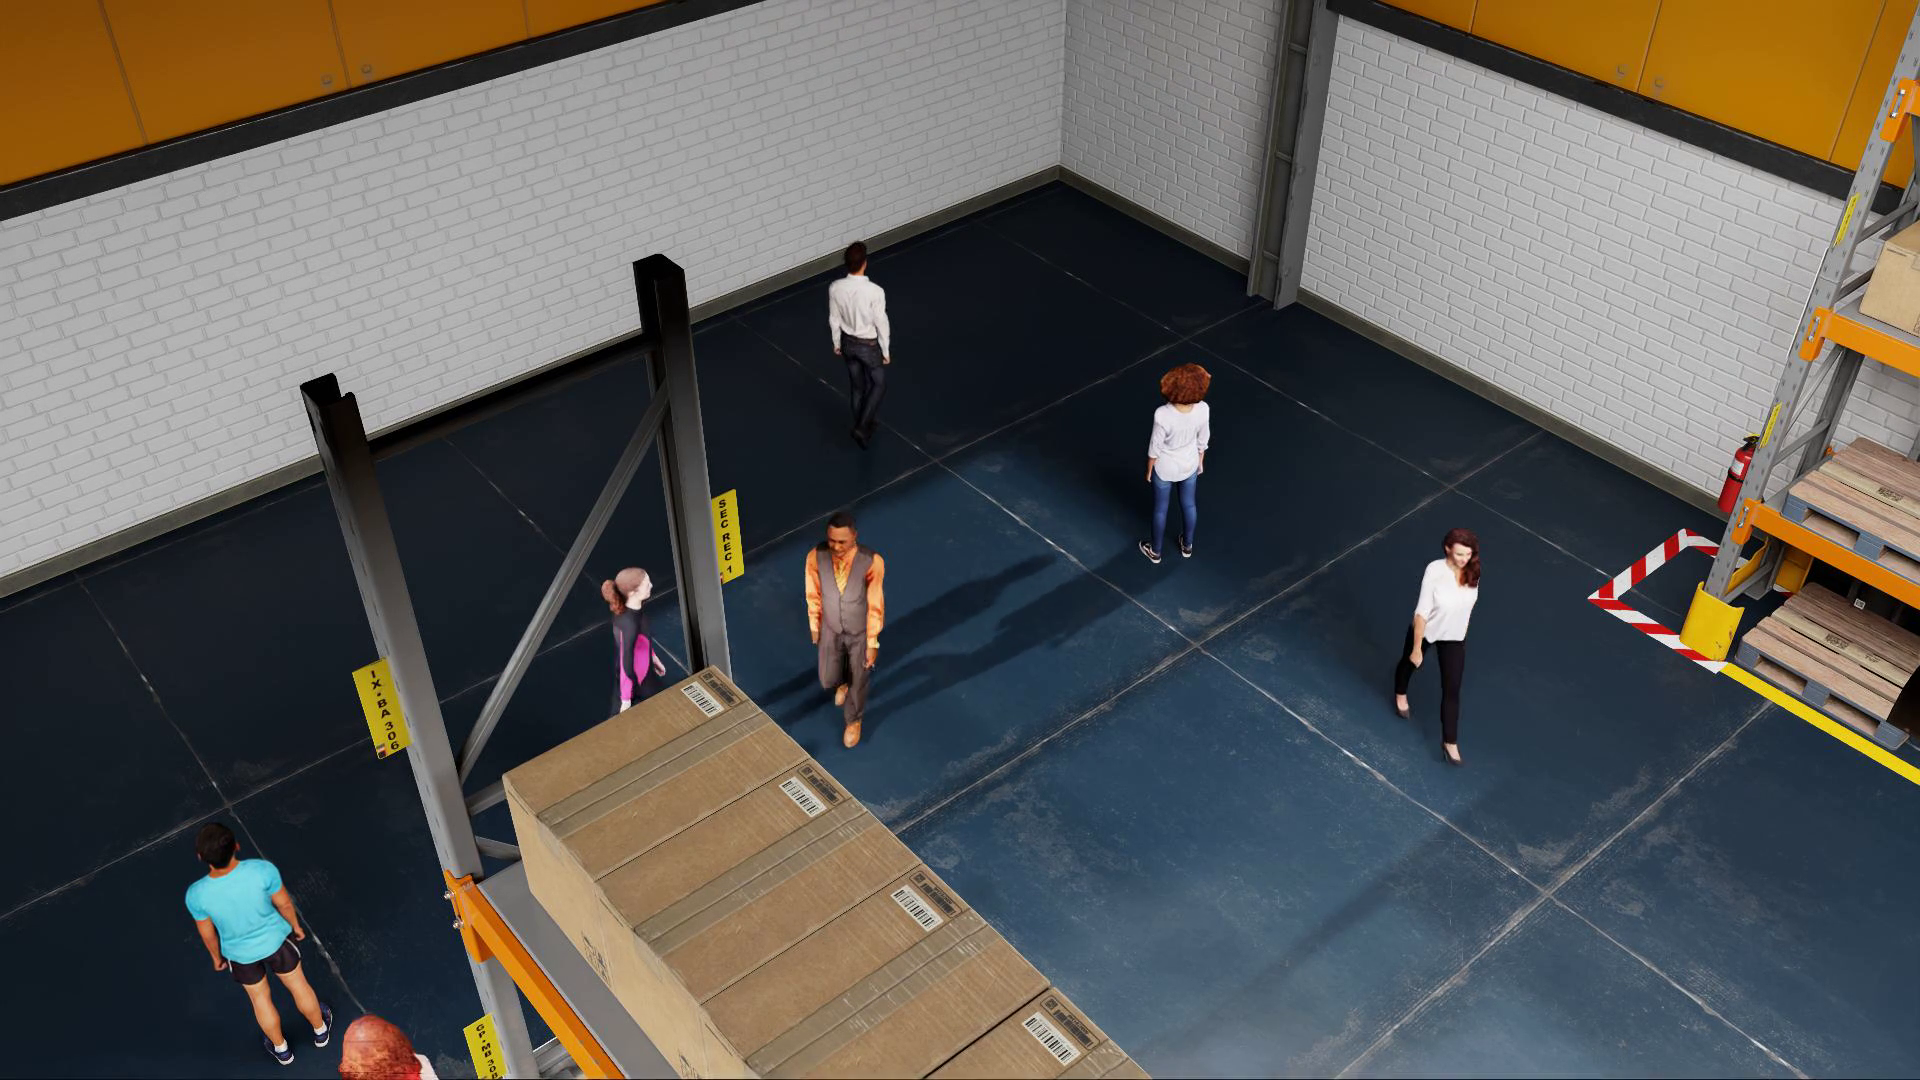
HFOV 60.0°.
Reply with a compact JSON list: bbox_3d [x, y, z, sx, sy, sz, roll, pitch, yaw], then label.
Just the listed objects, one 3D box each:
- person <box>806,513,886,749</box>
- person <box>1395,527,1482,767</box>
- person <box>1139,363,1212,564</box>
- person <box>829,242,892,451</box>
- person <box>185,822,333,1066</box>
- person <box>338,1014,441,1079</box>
[{"bbox_3d":[-0.705,0.512,10.925,0.925,1.893,0.979,7,39,9],"label":"person"},{"bbox_3d":[3.086,0.581,10.954,0.941,1.749,1.167,-9,39,-11],"label":"person"},{"bbox_3d":[1.620,-0.575,12.431,0.738,1.713,0.756,-9,39,-11],"label":"person"},{"bbox_3d":[-0.823,-1.515,13.490,0.939,1.860,0.965,12,40,15],"label":"person"},{"bbox_3d":[-3.777,2.173,8.942,0.653,1.773,0.561,-20,43,-23],"label":"person"},{"bbox_3d":[-2.599,2.941,7.958,0.904,1.801,1.155,-10,40,-12],"label":"person"}]
